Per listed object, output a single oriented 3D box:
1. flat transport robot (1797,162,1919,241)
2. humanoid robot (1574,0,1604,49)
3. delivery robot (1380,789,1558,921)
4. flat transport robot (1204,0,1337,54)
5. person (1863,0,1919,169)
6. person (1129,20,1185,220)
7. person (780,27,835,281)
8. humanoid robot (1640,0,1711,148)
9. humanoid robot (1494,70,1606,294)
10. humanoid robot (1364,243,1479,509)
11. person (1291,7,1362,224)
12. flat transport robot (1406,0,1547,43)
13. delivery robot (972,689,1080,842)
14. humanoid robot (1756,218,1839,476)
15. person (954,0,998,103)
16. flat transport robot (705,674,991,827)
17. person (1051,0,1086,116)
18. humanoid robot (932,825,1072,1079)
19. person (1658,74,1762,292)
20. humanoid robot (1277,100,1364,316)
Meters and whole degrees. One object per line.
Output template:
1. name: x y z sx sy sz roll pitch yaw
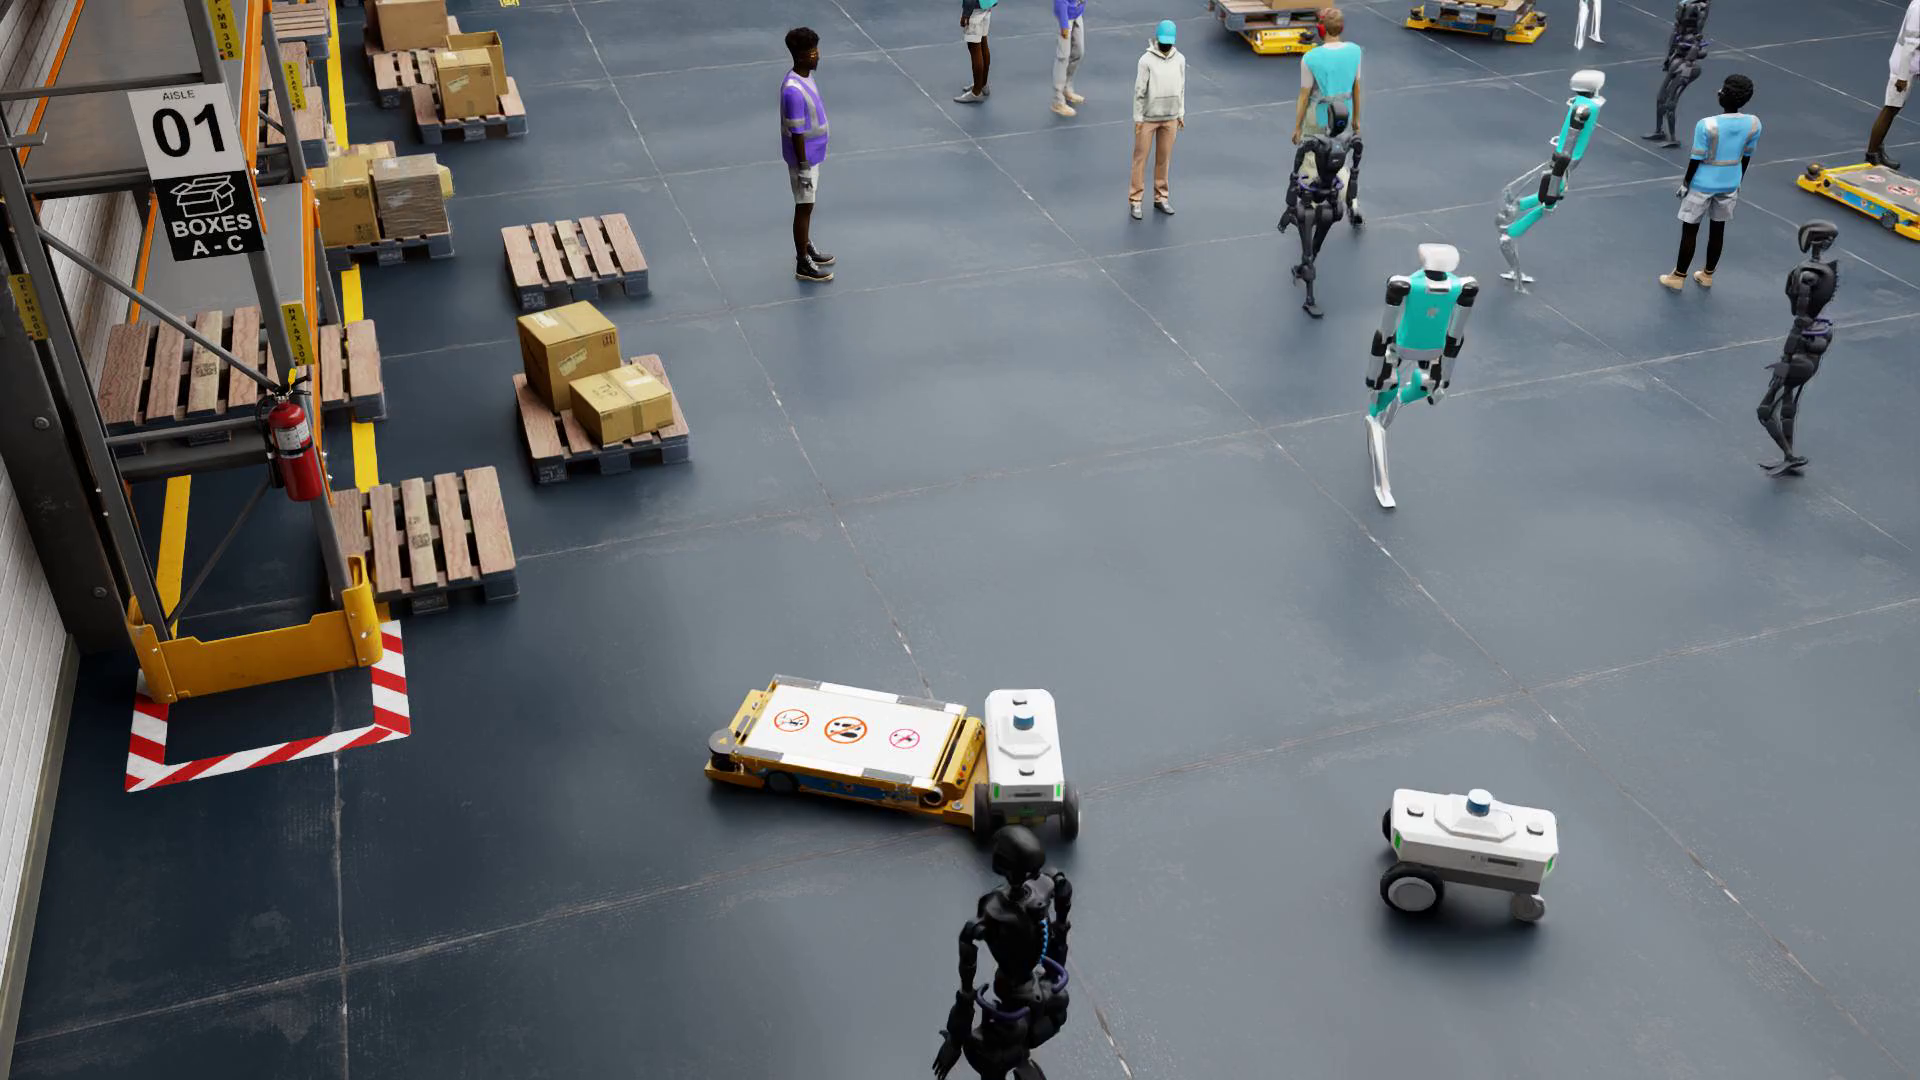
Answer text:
1. flat transport robot: 8.040 -2.950 14.382 0.659 0.231 1.431 -11 35 -16
2. humanoid robot: 6.956 -6.215 18.051 0.545 1.789 0.762 2 33 3
3. delivery robot: 2.270 1.382 7.492 0.809 0.611 0.499 7 34 11
4. flat transport robot: 3.460 -5.773 18.713 0.659 0.231 1.431 -5 33 -8
5. person: 8.476 -4.210 14.795 0.379 1.930 0.545 23 40 31
6. person: 1.672 -3.536 13.997 0.462 1.671 0.384 -10 34 -15
7. person: -1.191 -2.991 12.894 0.363 1.965 0.611 0 33 0
8. humanoid robot: 6.699 -4.469 15.427 0.351 1.653 0.590 0 33 -1
9. humanoid robot: 4.384 -2.707 12.714 0.774 1.820 0.532 17 37 24
10. humanoid robot: 2.693 -1.115 10.240 0.555 1.774 0.965 -2 33 -2
11. person: 3.071 -3.429 13.723 0.615 1.818 0.623 -18 37 -25
12. flat transport robot: 5.885 -5.912 18.926 1.431 0.231 0.659 17 37 24
13. delivery robot: 0.302 1.078 7.959 0.499 0.612 0.796 -1 33 -1
14. humanoid robot: 5.266 -1.185 10.397 0.447 1.628 0.619 20 38 27
15. person: 0.172 -5.318 16.485 0.419 1.940 0.547 10 34 14
16. flat transport robot: -0.482 1.037 8.269 1.431 0.231 0.659 8 34 12
17. person: 1.100 -5.120 16.268 0.389 1.860 0.516 20 38 27
18. humanoid robot: 0.211 1.719 5.941 0.595 1.646 0.424 -27 42 -35
19. person: 5.748 -2.717 12.713 0.539 1.699 0.315 -6 34 -9
20. humanoid robot: 2.693 -2.558 12.558 0.610 1.622 0.799 -8 34 -12
